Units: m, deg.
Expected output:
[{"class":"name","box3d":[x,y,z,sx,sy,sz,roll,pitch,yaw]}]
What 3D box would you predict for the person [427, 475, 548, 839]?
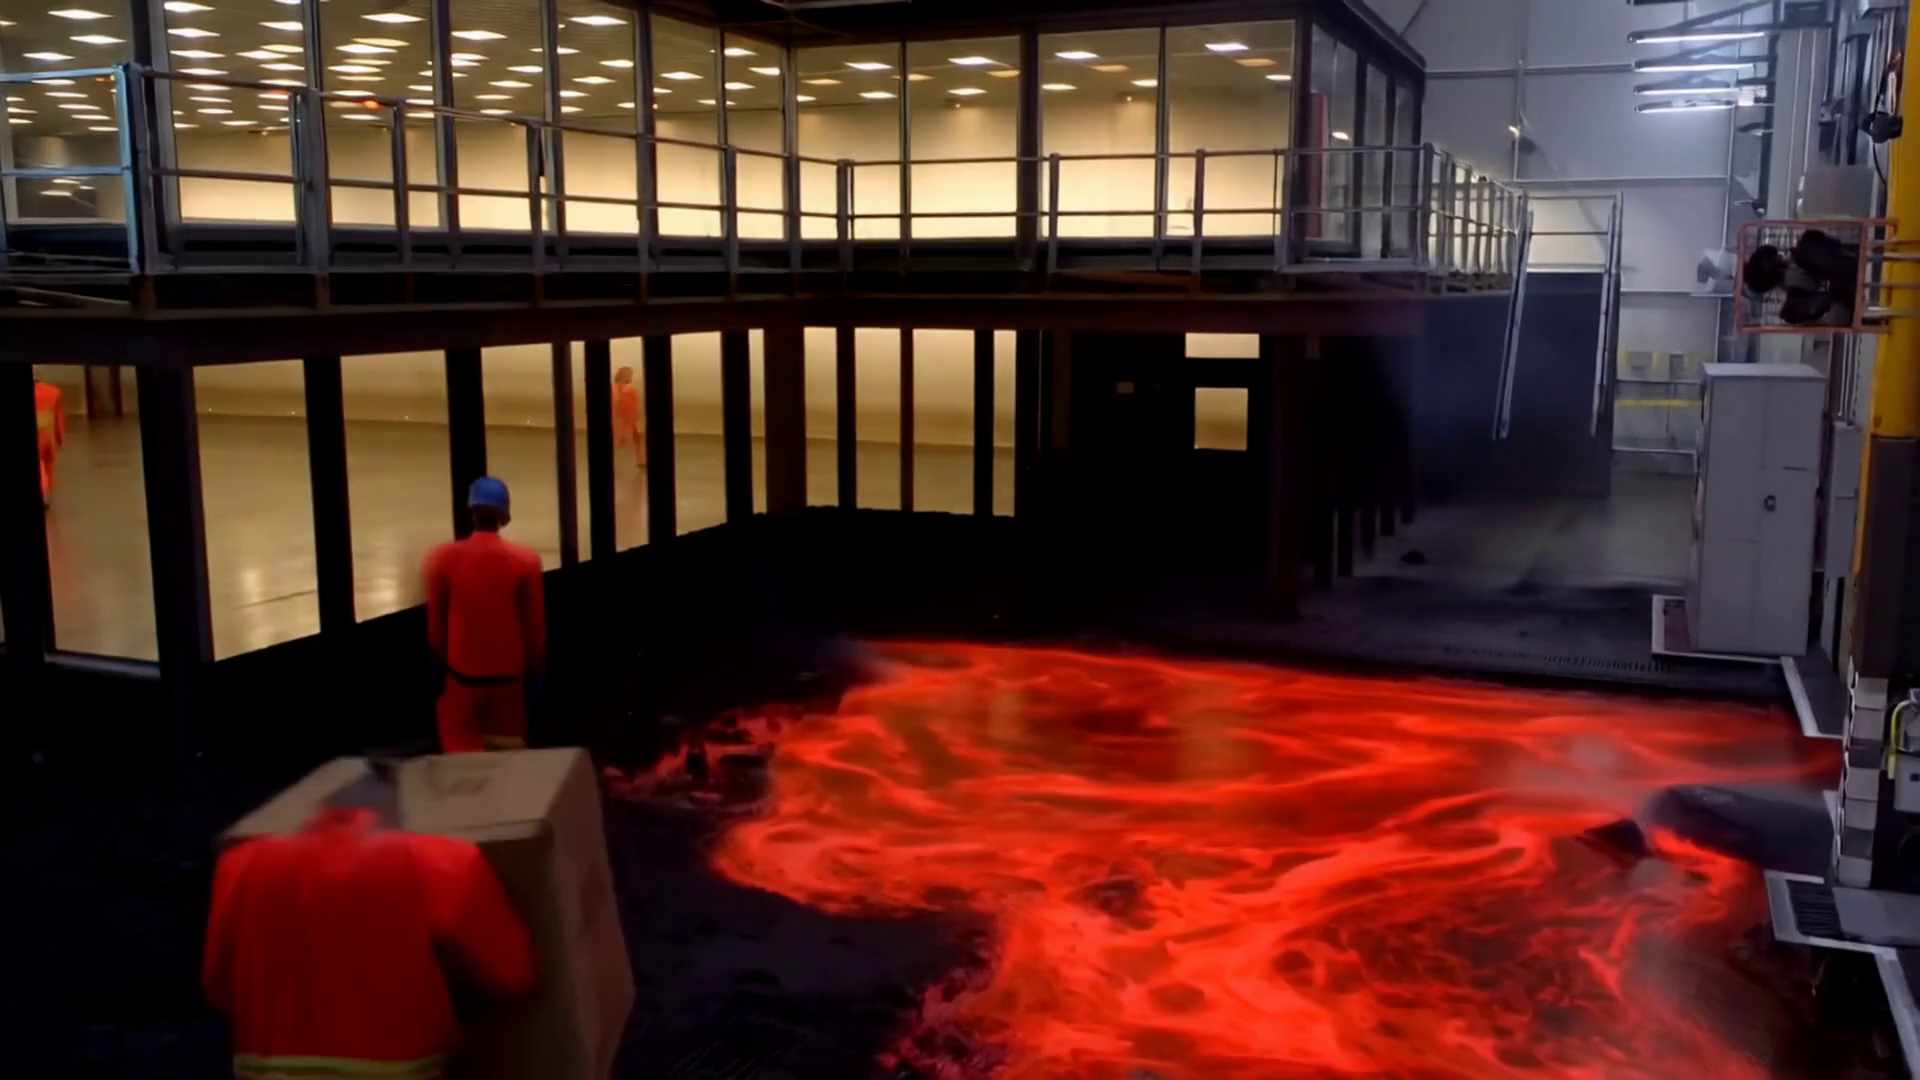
[{"class":"person","box3d":[-2.519,0.641,8.906,0.626,1.971,0.674,-3,10,-15]}]
